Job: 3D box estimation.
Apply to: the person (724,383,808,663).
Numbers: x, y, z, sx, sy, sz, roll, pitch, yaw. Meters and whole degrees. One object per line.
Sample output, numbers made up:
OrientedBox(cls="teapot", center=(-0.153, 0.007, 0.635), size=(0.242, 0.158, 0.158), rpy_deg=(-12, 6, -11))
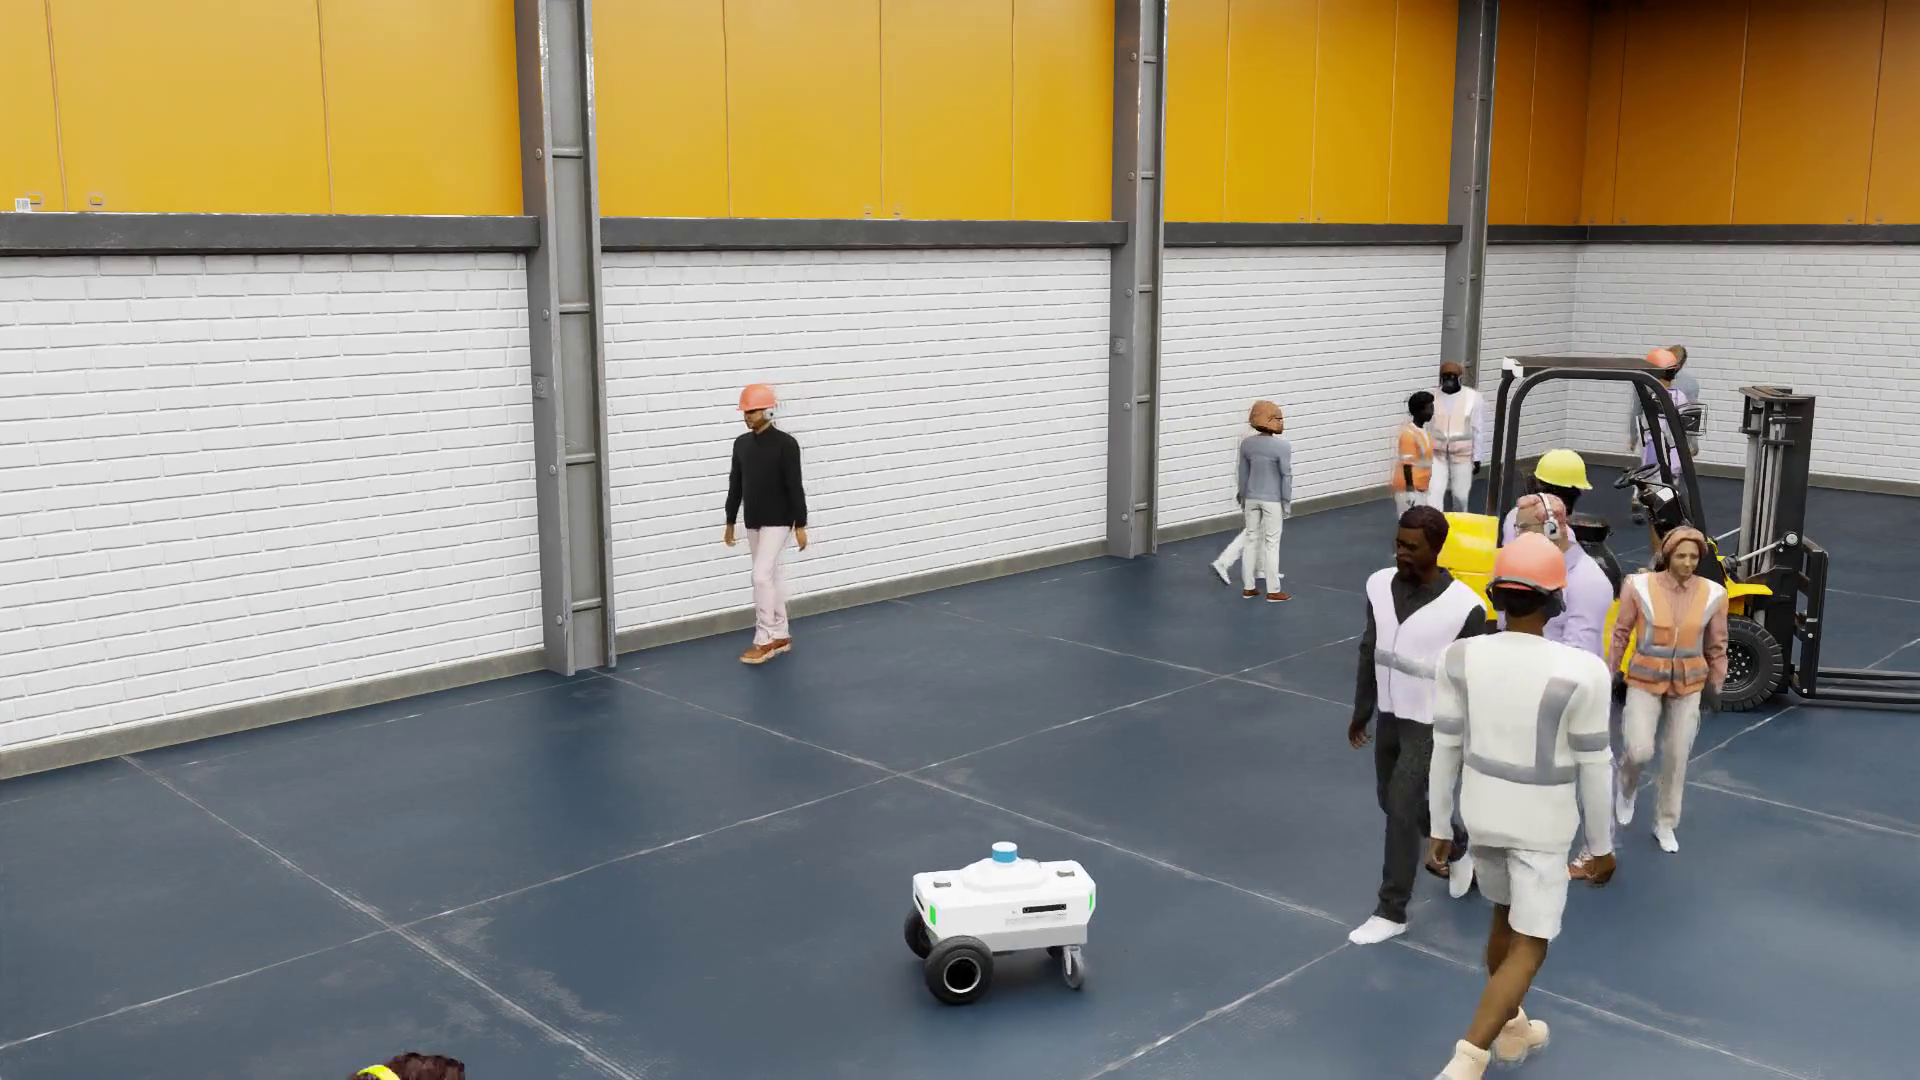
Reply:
OrientedBox(cls="person", center=(-1.454, -0.115, 11.744), size=(0.660, 1.970, 0.729), rpy_deg=(9, 14, 40))

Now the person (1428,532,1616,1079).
OrientedBox(cls="person", center=(1.874, 0.978, 5.713), size=(0.942, 2.011, 0.608), rpy_deg=(-10, 14, -42))

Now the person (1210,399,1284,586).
OrientedBox(cls="person", center=(2.502, -0.412, 14.343), size=(0.716, 1.613, 0.521), rpy_deg=(-2, 11, -12))

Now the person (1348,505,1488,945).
OrientedBox(cls="person", center=(2.016, 0.763, 7.201), size=(0.805, 1.894, 0.598), rpy_deg=(-6, 12, -31))

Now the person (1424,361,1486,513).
OrientedBox(cls="person", center=(4.732, -0.825, 16.058), size=(0.627, 1.817, 0.752), rpy_deg=(4, 11, 22))

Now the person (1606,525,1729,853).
OrientedBox(cls="person", center=(3.440, 0.718, 8.135), size=(0.557, 1.622, 0.411), rpy_deg=(2, 11, 10))

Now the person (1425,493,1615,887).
OrientedBox(cls="person", center=(2.660, 0.704, 7.631), size=(1.010, 1.839, 0.627), rpy_deg=(-4, 11, -21))

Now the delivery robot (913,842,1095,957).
OrientedBox(cls="delivery robot", center=(0.180, 1.468, 6.739), size=(0.707, 0.478, 0.477), rpy_deg=(-2, 11, -13))

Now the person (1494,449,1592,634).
OrientedBox(cls="person", center=(3.067, 0.463, 8.779), size=(0.416, 1.902, 0.605), rpy_deg=(-1, 10, -8))

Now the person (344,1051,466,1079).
OrientedBox(cls="person", center=(-0.876, 1.662, 2.509), size=(0.537, 1.820, 0.990), rpy_deg=(9, 14, 41))

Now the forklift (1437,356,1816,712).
OrientedBox(cls="forklift", center=(4.276, -0.101, 11.076), size=(2.313, 2.155, 1.214), rpy_deg=(2, 11, 13))

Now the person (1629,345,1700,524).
OrientedBox(cls="person", center=(7.149, -1.037, 16.985), size=(0.635, 1.899, 0.676), rpy_deg=(-10, 14, -42))

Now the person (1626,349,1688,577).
OrientedBox(cls="person", center=(6.012, -0.626, 14.359), size=(0.395, 2.040, 0.609), rpy_deg=(10, 14, 42))

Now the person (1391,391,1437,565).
OrientedBox(cls="person", center=(3.946, -0.457, 14.403), size=(0.380, 1.678, 0.547), rpy_deg=(7, 12, 32))

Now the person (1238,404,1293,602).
OrientedBox(cls="person", center=(2.521, -0.308, 13.739), size=(0.285, 1.631, 0.501), rpy_deg=(-10, 15, -44))
